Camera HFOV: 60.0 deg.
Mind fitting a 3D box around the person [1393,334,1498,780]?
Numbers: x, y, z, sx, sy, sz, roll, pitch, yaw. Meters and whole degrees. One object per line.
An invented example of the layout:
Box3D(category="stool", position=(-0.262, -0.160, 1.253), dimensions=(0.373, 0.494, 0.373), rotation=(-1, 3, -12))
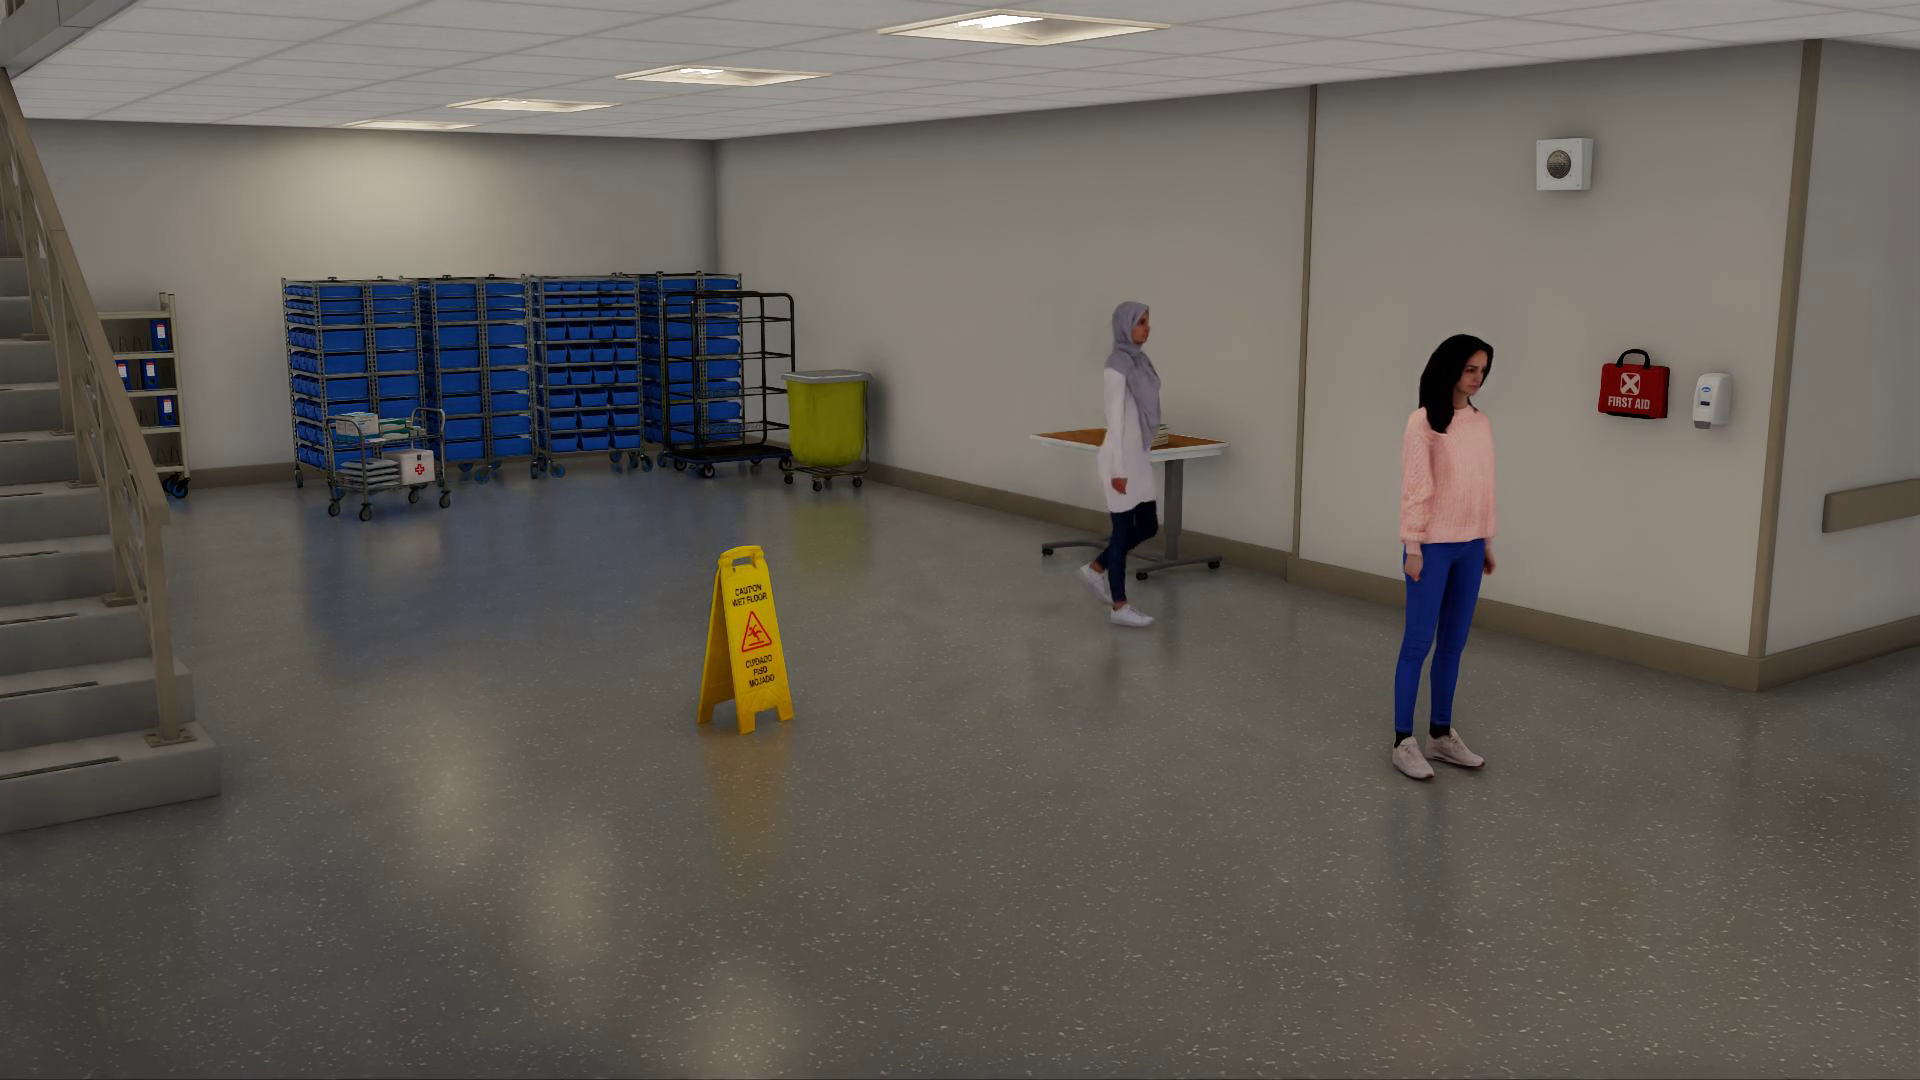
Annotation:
Box3D(category="person", position=(1.933, 0.053, 6.659), dimensions=(0.665, 1.766, 0.570), rotation=(-6, 12, -28))

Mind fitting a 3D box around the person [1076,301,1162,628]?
Box3D(category="person", position=(0.835, -0.409, 9.084), dimensions=(0.859, 1.768, 0.754), rotation=(7, 13, 34))
